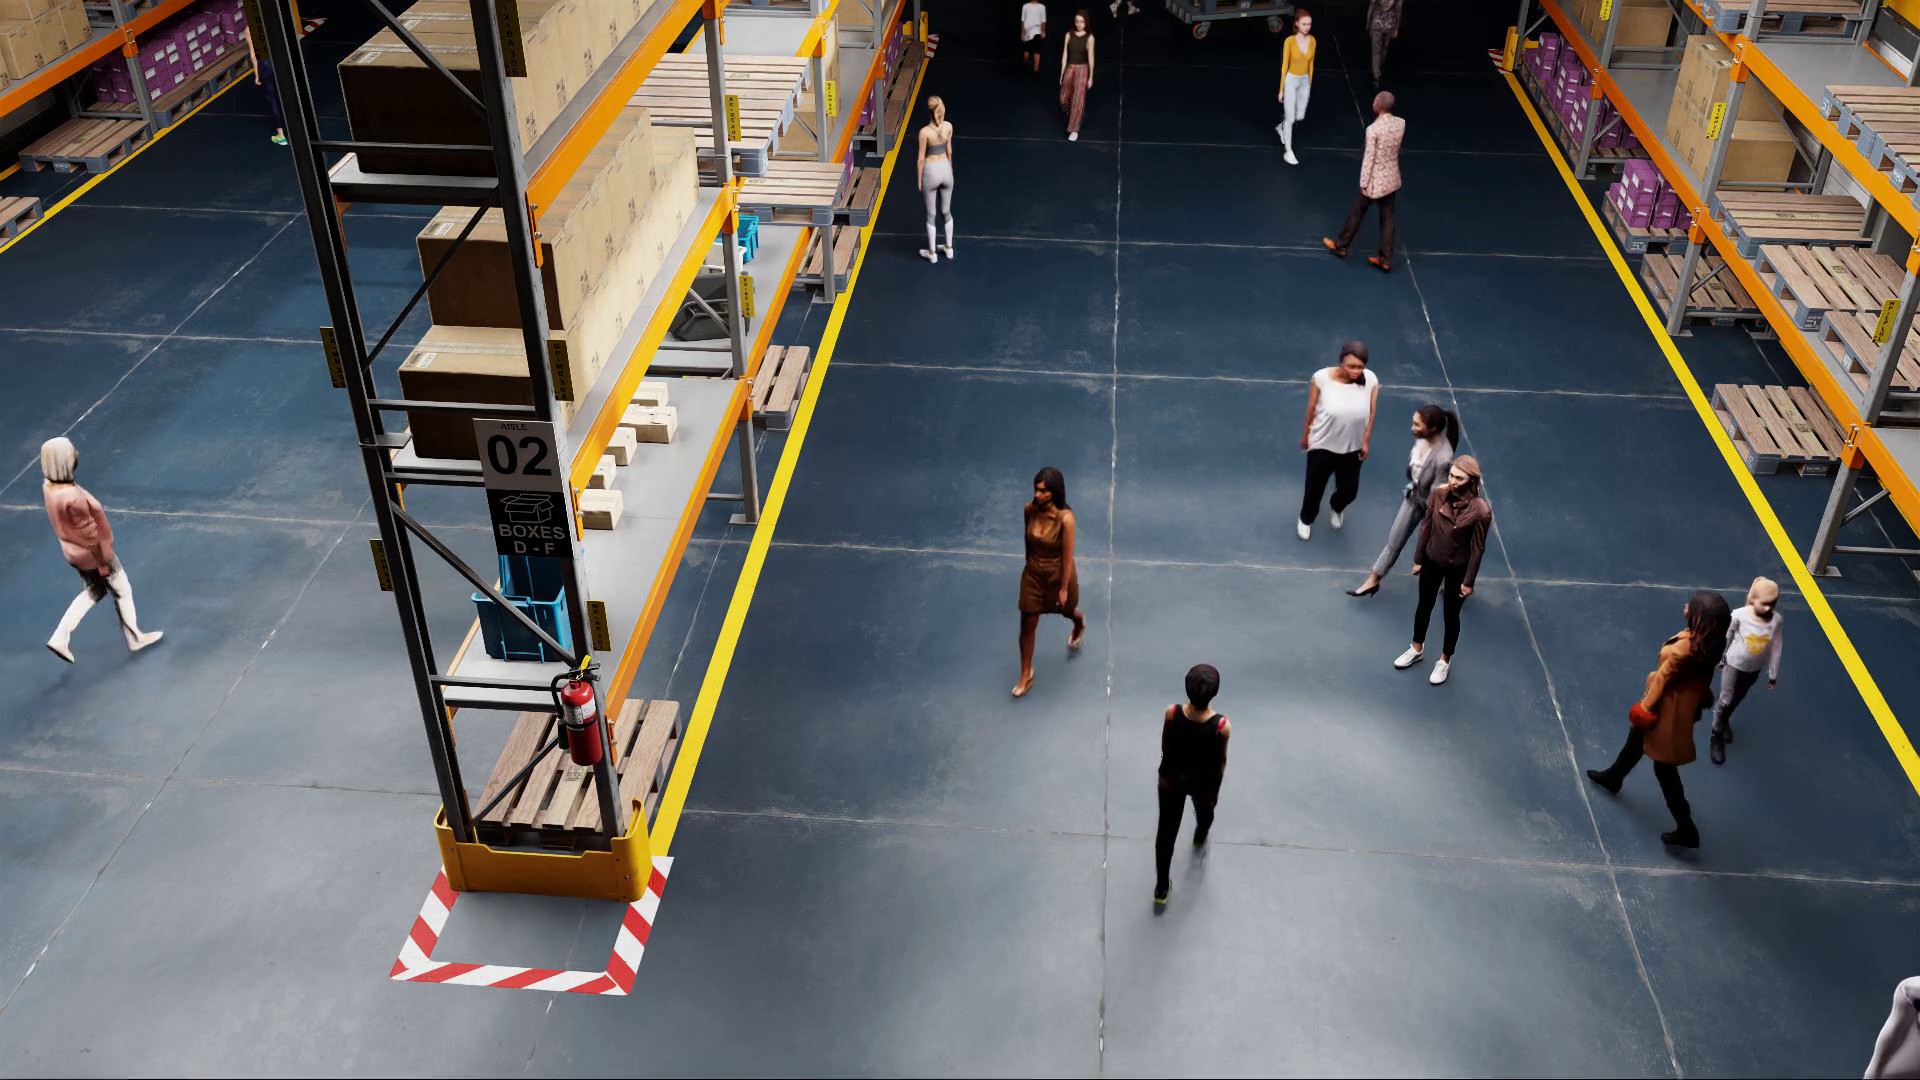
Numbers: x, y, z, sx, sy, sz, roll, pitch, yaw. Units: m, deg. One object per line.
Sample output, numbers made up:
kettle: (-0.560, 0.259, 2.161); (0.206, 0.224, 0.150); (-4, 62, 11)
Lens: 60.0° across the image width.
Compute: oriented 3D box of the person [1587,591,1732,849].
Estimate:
person: (4.222, 1.068, 9.731); (1.122, 1.684, 1.205); (-22, 40, -30)

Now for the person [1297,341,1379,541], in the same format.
person: (2.849, -0.769, 12.507); (0.664, 1.669, 0.621); (5, 34, 8)

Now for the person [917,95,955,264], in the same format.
person: (-0.229, -3.657, 16.822); (0.635, 1.702, 0.670); (-17, 37, -23)

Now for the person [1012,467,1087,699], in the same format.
person: (0.651, 0.230, 11.021); (0.886, 1.650, 1.133); (20, 38, 27)

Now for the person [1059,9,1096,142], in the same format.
person: (1.415, -5.579, 19.844); (0.689, 1.557, 0.785); (14, 36, 20)

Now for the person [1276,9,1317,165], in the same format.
person: (3.818, -5.249, 19.183); (0.785, 1.740, 0.966); (-10, 35, -14)

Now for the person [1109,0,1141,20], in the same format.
person: (2.397, -8.250, 23.954); (1.000, 1.456, 0.937); (-25, 41, -33)

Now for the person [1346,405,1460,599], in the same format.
person: (3.389, -0.205, 11.717); (0.928, 1.605, 1.154); (-3, 34, -5)

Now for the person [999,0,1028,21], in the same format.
person: (0.799, -8.504, 23.894); (0.763, 1.945, 0.700); (-6, 34, -10)

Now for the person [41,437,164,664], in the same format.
person: (-5.920, 0.120, 11.135); (0.901, 1.707, 1.038); (24, 41, 32)

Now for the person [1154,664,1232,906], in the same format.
person: (1.269, 1.389, 9.403); (0.664, 1.511, 1.064); (9, 35, 13)

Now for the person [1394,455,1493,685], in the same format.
person: (3.242, 0.175, 11.055); (0.672, 1.704, 0.706); (28, 43, 35)

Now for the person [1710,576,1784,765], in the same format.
person: (4.973, 0.748, 10.593); (0.491, 1.262, 0.677); (1, 34, 2)

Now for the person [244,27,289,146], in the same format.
person: (-8.124, -5.550, 19.670); (0.667, 1.703, 0.735); (-27, 42, -34)

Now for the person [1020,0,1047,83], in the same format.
person: (0.963, -6.601, 21.679); (0.579, 1.228, 0.876); (-3, 34, -4)

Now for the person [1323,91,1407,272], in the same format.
person: (4.238, -3.537, 16.575); (1.048, 1.775, 1.169); (-17, 37, -24)

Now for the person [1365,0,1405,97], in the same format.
person: (5.359, -6.463, 21.066); (0.608, 1.678, 1.134); (1, 34, 1)
